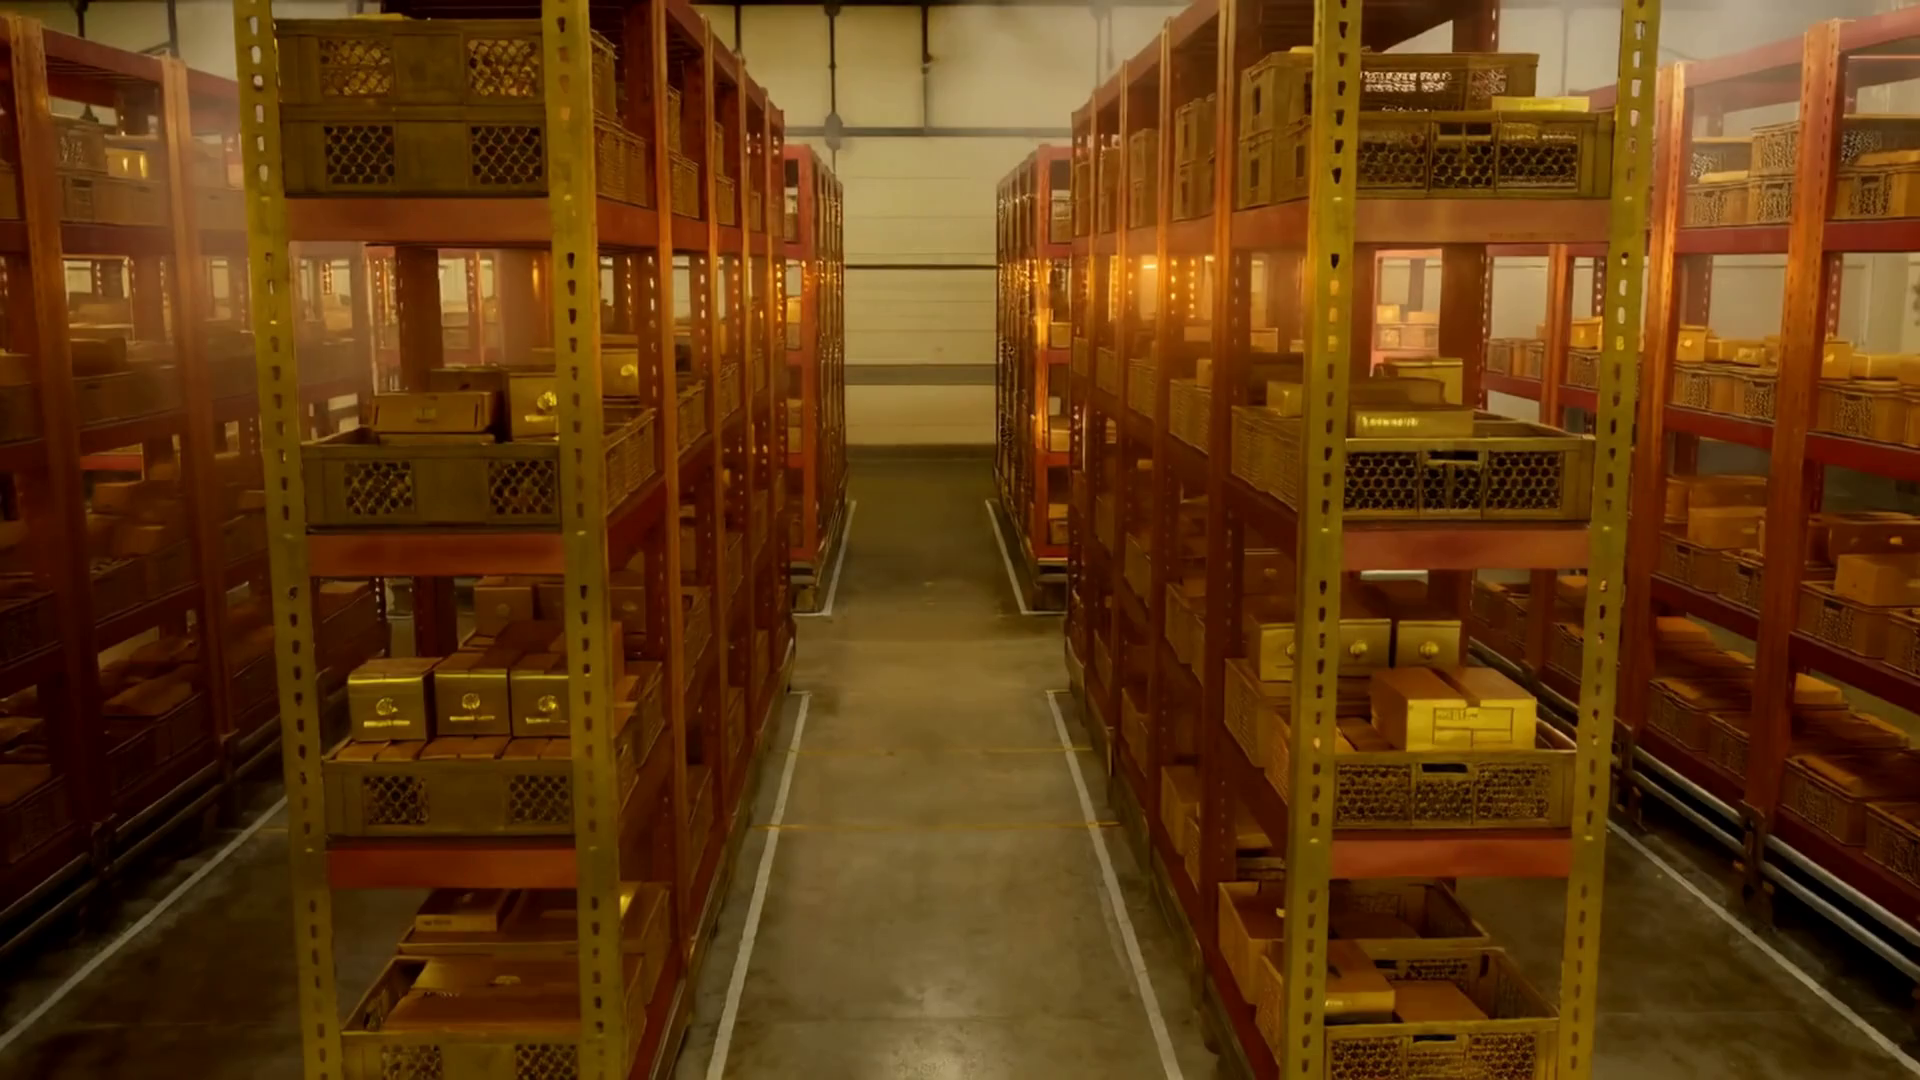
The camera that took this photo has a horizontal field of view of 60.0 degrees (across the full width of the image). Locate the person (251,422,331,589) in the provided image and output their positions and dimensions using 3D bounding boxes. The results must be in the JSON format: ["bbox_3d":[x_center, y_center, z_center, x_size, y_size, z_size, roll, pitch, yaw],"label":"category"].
[{"bbox_3d":[-5.299,-0.346,13.181,0.657,1.758,0.955,1,9,4],"label":"person"}]
